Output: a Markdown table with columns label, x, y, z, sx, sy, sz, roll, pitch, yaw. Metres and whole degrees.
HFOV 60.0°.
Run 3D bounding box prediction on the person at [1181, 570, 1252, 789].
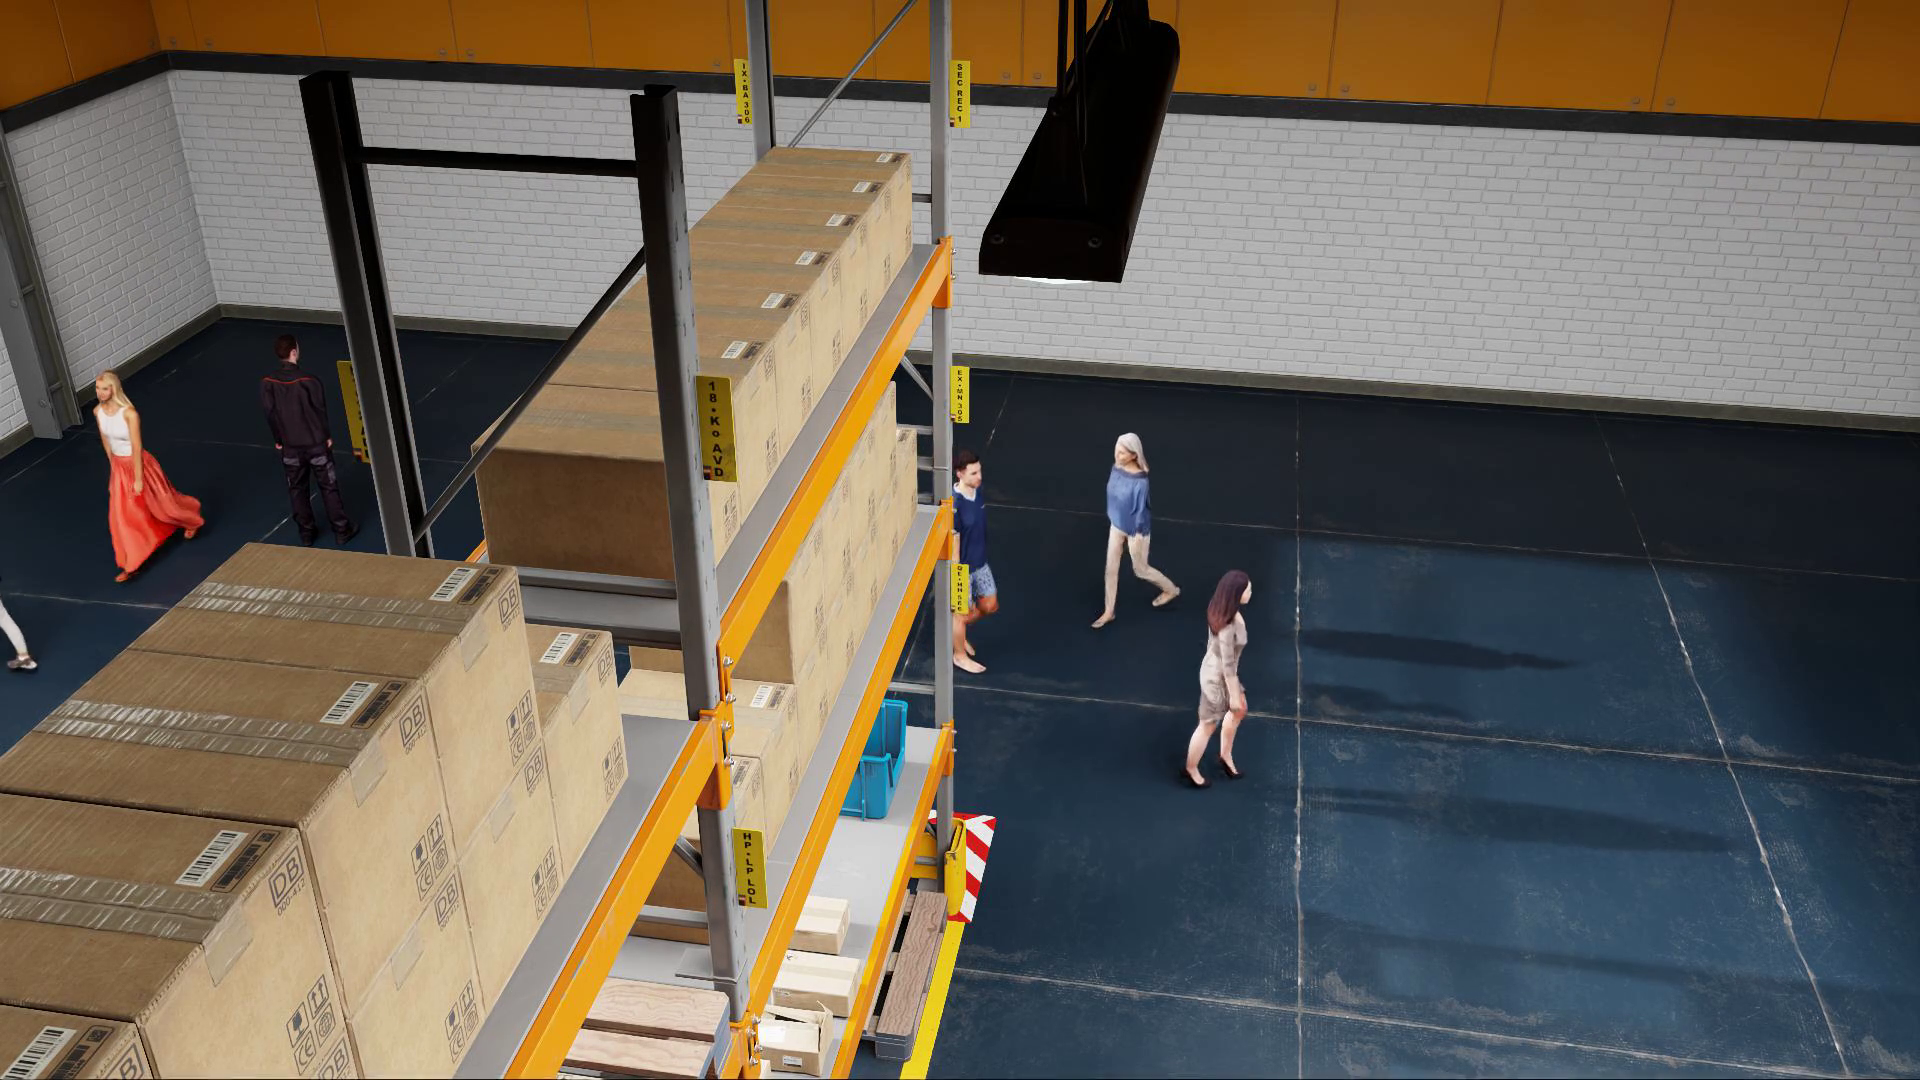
| label | x | y | z | sx | sy | sz | roll | pitch | yaw |
| --- | --- | --- | --- | --- | --- | --- | --- | --- | --- |
| person | 1.649 | 0.955 | 11.122 | 0.731 | 1.724 | 0.668 | 1 | 29 | 2 |

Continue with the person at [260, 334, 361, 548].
| label | x | y | z | sx | sy | sz | roll | pitch | yaw |
| --- | --- | --- | --- | --- | --- | --- | --- | --- | --- |
| person | -5.600 | -0.842 | 14.221 | 0.729 | 1.910 | 0.646 | 0 | 29 | 0 |

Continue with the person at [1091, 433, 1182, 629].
| label | x | y | z | sx | sy | sz | roll | pitch | yaw |
| --- | --- | --- | --- | --- | --- | --- | --- | --- | --- |
| person | 1.410 | -0.083 | 13.082 | 1.072 | 1.669 | 1.031 | -14 | 32 | -24 |

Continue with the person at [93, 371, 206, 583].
| label | x | y | z | sx | sy | sz | roll | pitch | yaw |
| --- | --- | --- | --- | --- | --- | --- | --- | --- | --- |
| person | -6.827 | -0.597 | 13.935 | 0.698 | 1.755 | 1.275 | 8 | 30 | 14 |

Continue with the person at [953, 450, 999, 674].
| label | x | y | z | sx | sy | sz | roll | pitch | yaw |
| --- | --- | --- | --- | --- | --- | --- | --- | --- | --- |
| person | -0.019 | 0.153 | 12.474 | 0.827 | 1.836 | 0.763 | 21 | 35 | 33 |
